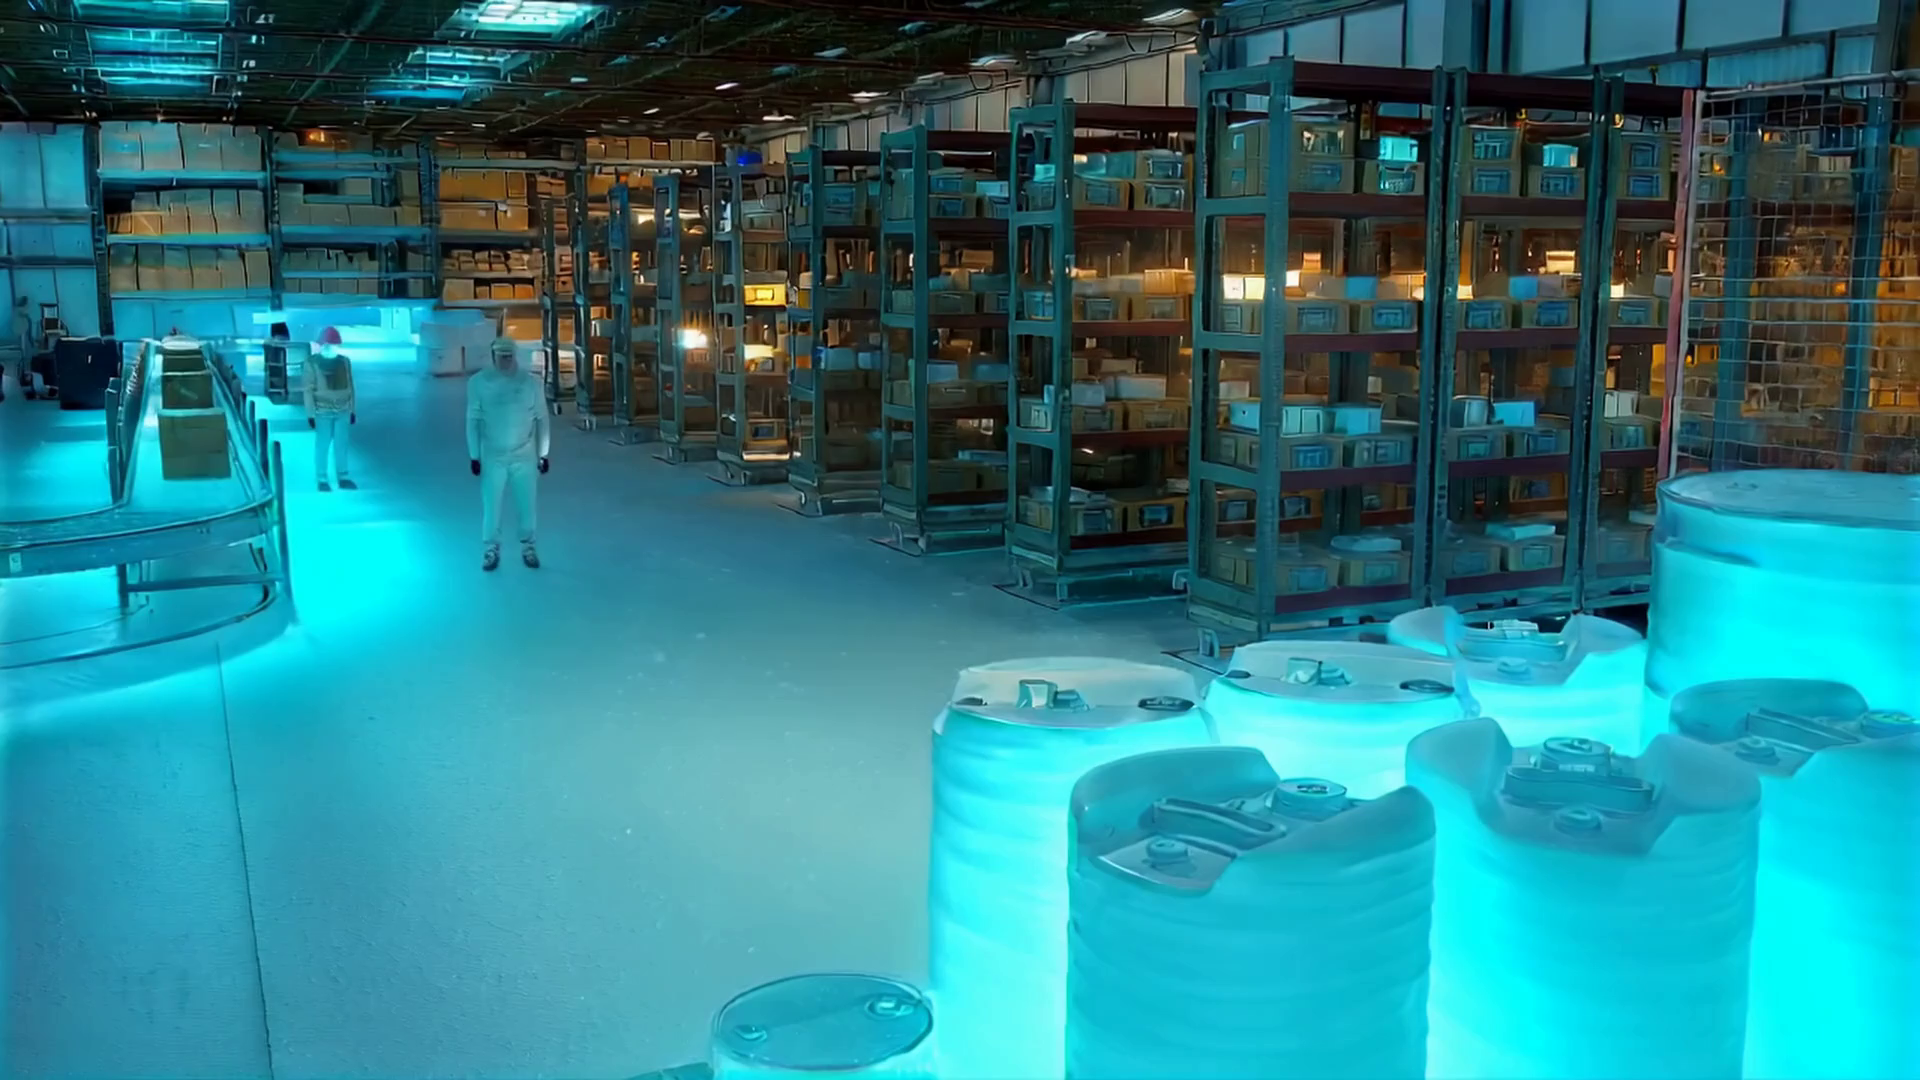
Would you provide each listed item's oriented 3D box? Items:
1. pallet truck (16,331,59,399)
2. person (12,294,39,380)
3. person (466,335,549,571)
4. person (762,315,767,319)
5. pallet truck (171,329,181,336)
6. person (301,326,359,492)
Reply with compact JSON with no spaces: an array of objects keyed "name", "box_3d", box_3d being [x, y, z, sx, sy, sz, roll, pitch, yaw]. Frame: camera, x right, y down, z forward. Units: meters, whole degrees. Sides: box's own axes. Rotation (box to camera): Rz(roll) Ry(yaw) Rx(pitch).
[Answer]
[{"name":"pallet truck","box_3d":[-17.082,-3.353,31.781,1.630,1.274,0.653,-4,10,-25]},{"name":"person","box_3d":[-20.764,-4.500,36.990,0.573,1.918,0.647,-1,9,-9]},{"name":"person","box_3d":[-3.655,-0.705,13.475,0.652,1.906,0.403,-3,10,-19]},{"name":"person","box_3d":[-4.112,-4.230,35.080,0.386,1.990,0.624,3,10,20]},{"name":"pallet truck","box_3d":[-17.275,-3.851,35.096,1.601,1.201,0.680,0,9,1]},{"name":"person","box_3d":[-6.908,-1.433,18.264,0.403,1.821,0.595,7,11,36]}]
